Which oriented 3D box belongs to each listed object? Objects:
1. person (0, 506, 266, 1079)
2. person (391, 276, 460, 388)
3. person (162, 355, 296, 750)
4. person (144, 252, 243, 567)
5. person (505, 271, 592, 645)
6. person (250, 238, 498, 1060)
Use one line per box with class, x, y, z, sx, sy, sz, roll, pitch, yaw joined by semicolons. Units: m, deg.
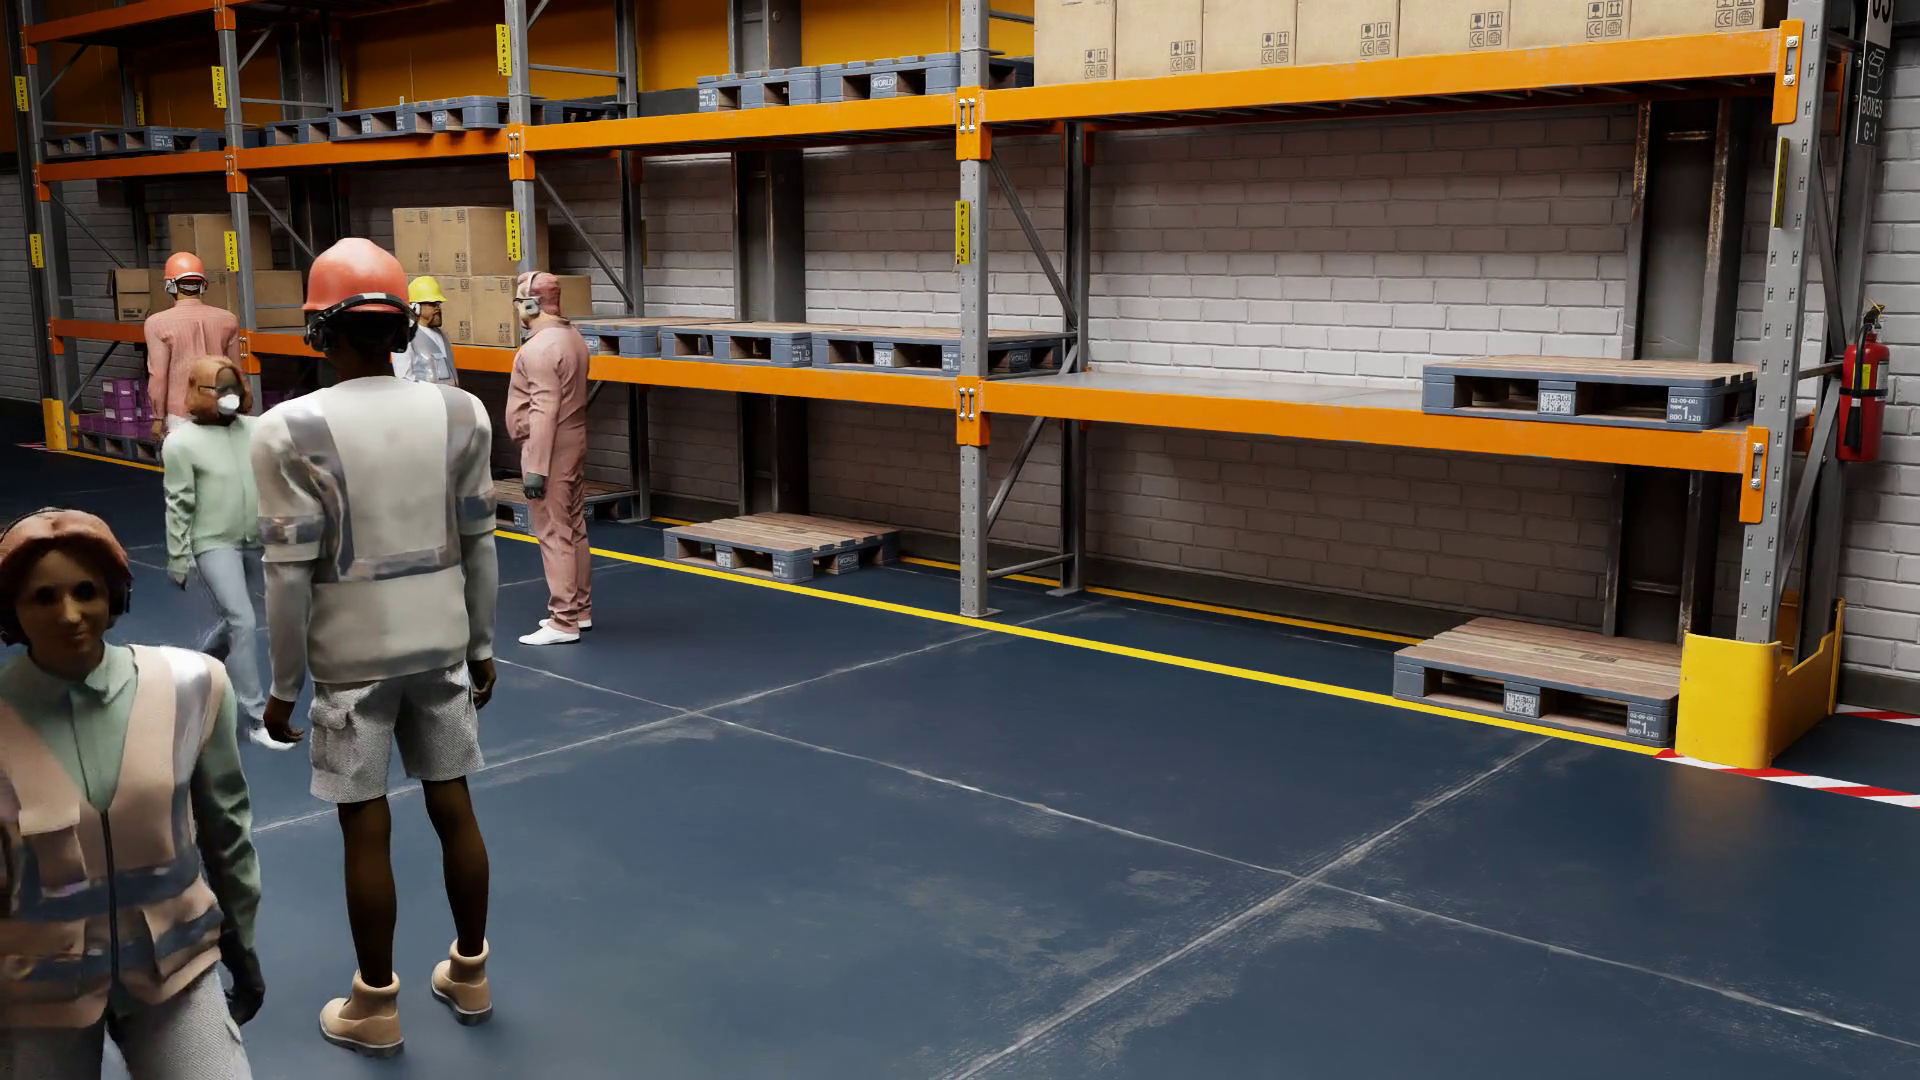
person;-1.386;0.751;2.687;0.541;1.621;0.489;-8;13;-38
person;-3.598;-0.865;11.300;0.404;1.833;0.586;2;10;11
person;-3.040;0.031;6.863;0.781;1.601;0.497;5;11;26
person;-4.872;-0.828;10.627;0.375;1.995;0.611;8;13;39
person;-2.116;-0.416;8.537;0.403;1.904;0.651;1;10;3
person;-1.456;0.278;4.187;0.605;2.045;0.379;-9;13;-42
